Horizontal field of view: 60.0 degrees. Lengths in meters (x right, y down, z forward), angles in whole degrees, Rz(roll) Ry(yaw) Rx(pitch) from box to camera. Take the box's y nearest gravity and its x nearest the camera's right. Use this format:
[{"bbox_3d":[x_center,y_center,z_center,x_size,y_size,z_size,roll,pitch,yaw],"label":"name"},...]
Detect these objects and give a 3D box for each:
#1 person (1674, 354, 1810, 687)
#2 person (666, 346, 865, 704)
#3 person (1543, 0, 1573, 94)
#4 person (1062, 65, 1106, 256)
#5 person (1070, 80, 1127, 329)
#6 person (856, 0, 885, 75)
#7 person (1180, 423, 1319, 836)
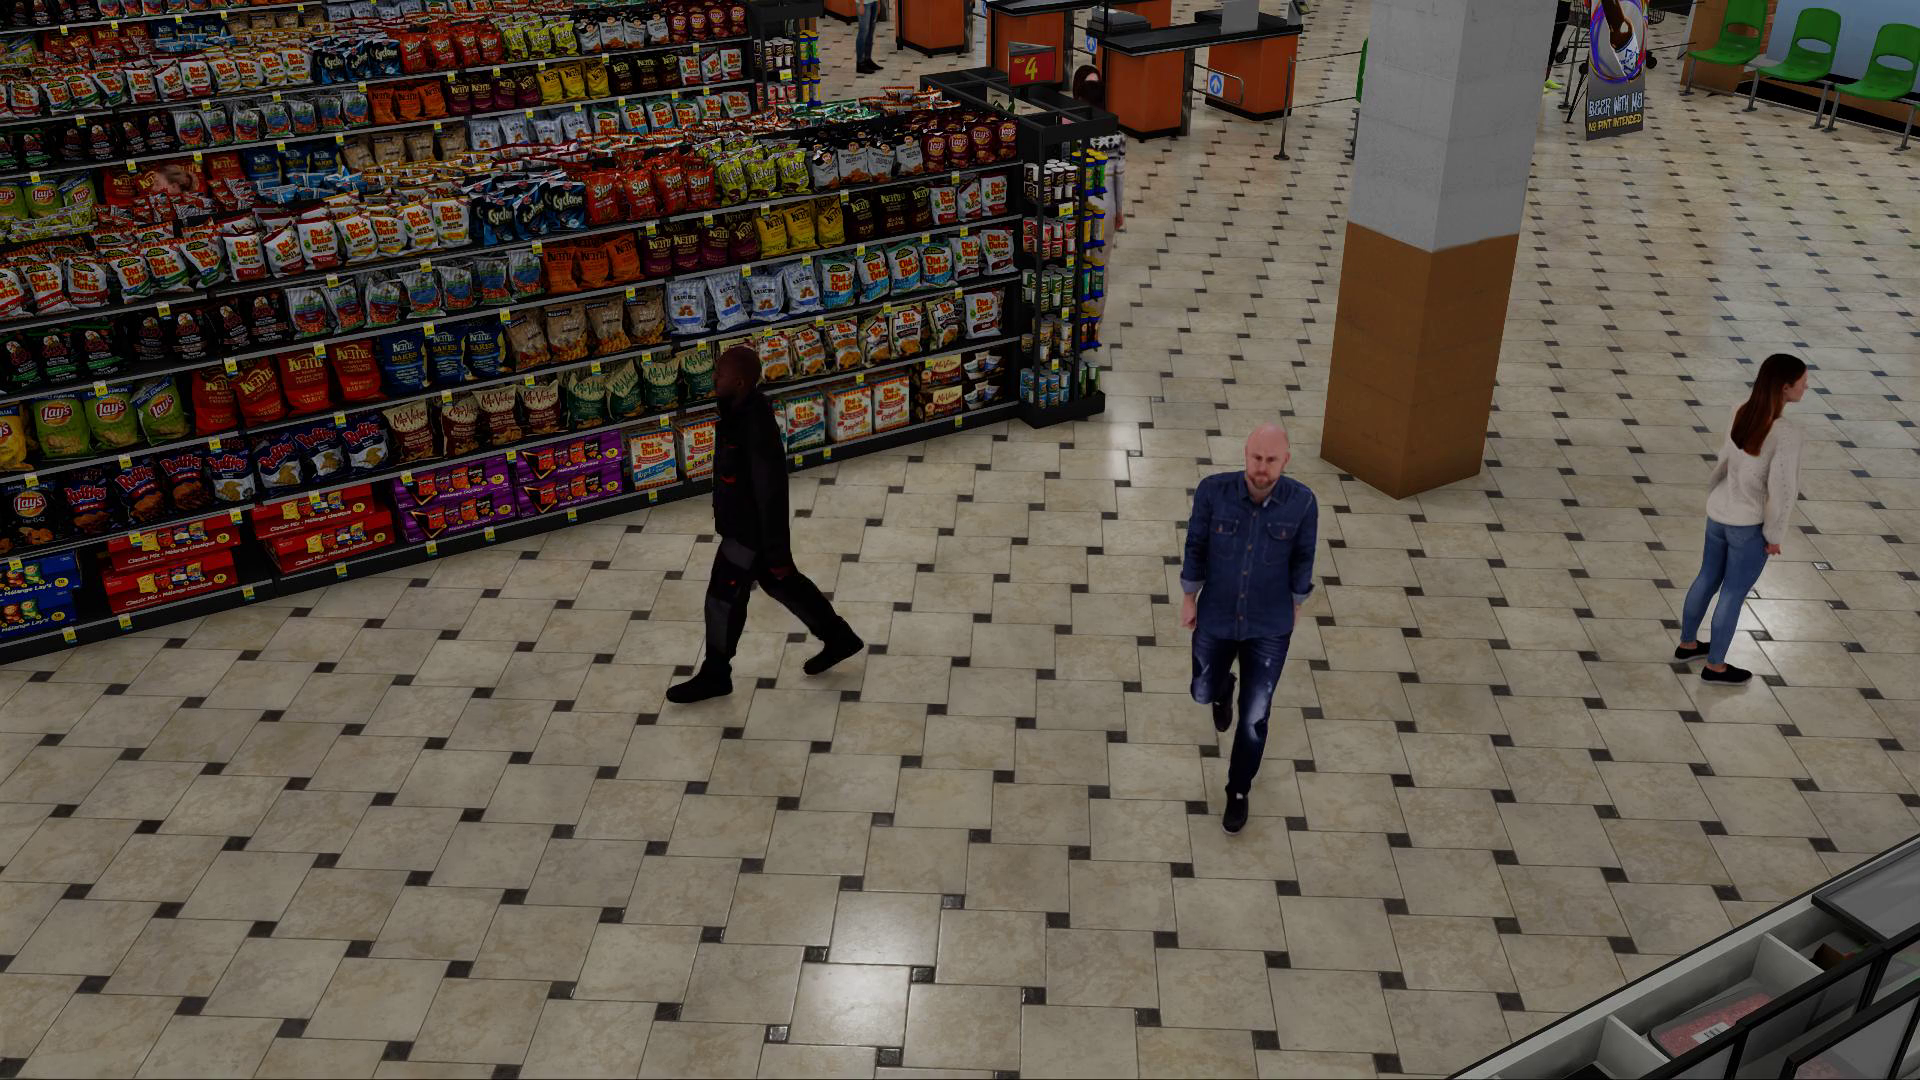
[{"bbox_3d":[3.775,-0.098,8.017,0.654,1.692,0.685,-6,29,-11],"label":"person"},{"bbox_3d":[-0.862,-0.067,7.849,1.311,1.798,0.943,-6,29,-11],"label":"person"},{"bbox_3d":[6.699,-5.944,18.660,0.499,1.754,0.664,-23,36,-35],"label":"person"},{"bbox_3d":[0.917,-2.715,12.696,0.497,1.801,0.696,-21,35,-33],"label":"person"},{"bbox_3d":[0.939,-2.309,11.921,0.815,1.831,0.912,-5,29,-9],"label":"person"},{"bbox_3d":[-1.090,-6.317,19.456,0.692,1.646,0.598,12,31,20],"label":"person"},{"bbox_3d":[1.211,0.314,7.146,1.120,1.804,1.183,7,29,12],"label":"person"}]
